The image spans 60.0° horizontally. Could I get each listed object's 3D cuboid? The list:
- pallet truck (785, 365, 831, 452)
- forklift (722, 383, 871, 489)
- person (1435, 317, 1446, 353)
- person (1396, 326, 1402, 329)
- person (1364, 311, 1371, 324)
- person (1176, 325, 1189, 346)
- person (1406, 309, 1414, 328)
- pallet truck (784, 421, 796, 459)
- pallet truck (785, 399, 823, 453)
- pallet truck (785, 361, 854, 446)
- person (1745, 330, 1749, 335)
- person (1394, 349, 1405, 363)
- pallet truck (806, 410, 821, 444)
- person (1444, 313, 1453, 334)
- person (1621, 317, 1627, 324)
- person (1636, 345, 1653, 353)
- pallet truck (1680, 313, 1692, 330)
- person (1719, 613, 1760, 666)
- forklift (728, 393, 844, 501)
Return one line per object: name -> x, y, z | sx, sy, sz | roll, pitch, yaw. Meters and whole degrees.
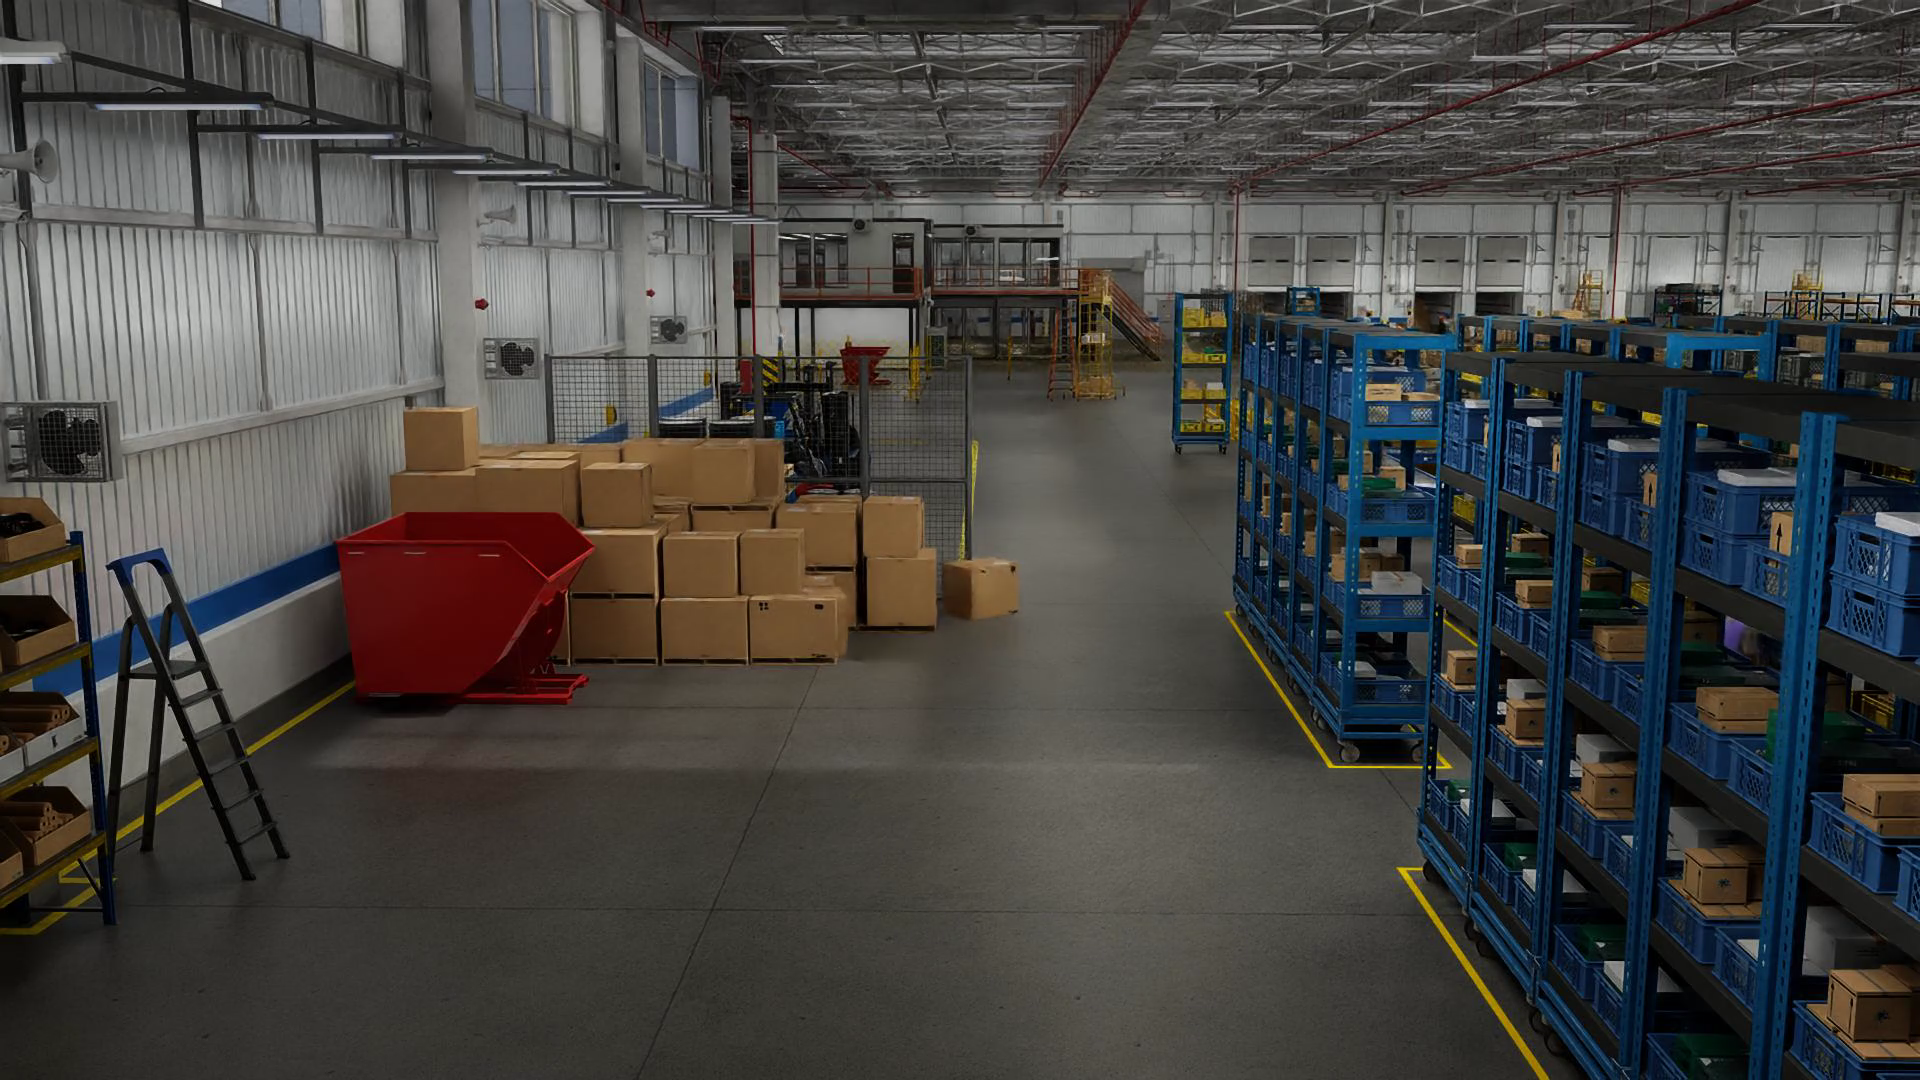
pallet truck -> -3.774, -2.976, 37.635 | 1.885, 1.965, 0.823 | 1, 9, 5
forklift -> -2.893, -1.687, 28.729 | 2.680, 1.987, 1.157 | 0, 9, -1
person -> 22.173, -9.324, 76.879 | 0.597, 1.975, 0.617 | -4, 10, -23
person -> 16.332, -6.948, 61.996 | 0.383, 2.041, 0.616 | 1, 9, 5
person -> 22.497, -11.641, 91.377 | 0.945, 1.893, 0.561 | 6, 11, 35
person -> 10.533, -9.603, 79.093 | 0.658, 1.808, 0.826 | -2, 9, -14
person -> 25.633, -12.205, 94.816 | 0.393, 1.921, 0.585 | 8, 12, 42
pallet truck -> -4.013, -1.793, 32.705 | 1.601, 1.201, 0.680 | 0, 9, 1
pallet truck -> -3.814, -2.432, 36.419 | 1.630, 1.274, 0.653 | 0, 9, 1
pallet truck -> -3.410, -3.193, 38.978 | 1.885, 1.965, 0.823 | 0, 9, -1
person -> 39.186, -10.195, 83.173 | 0.547, 1.657, 0.793 | 3, 10, 17
person -> 13.569, -5.078, 51.318 | 0.310, 1.768, 0.533 | -3, 10, -16
pallet truck -> -3.559, -2.018, 33.905 | 1.522, 1.261, 0.704 | 0, 9, -1
person -> 25.222, -10.777, 85.962 | 0.418, 1.940, 0.600 | -5, 10, -27
person -> 31.189, -9.517, 78.240 | 0.547, 1.907, 0.610 | 4, 10, 23
person -> 24.429, -6.529, 59.419 | 0.688, 2.000, 0.536 | 0, 9, -2
pallet truck -> 36.315, -10.531, 84.244 | 0.823, 1.965, 1.885 | -6, 11, -33
person -> 5.835, 1.153, 12.716 | 0.493, 1.816, 0.586 | -1, 9, -5
forklift -> -2.979, -1.316, 26.476 | 2.680, 1.987, 1.157 | 0, 9, 1
